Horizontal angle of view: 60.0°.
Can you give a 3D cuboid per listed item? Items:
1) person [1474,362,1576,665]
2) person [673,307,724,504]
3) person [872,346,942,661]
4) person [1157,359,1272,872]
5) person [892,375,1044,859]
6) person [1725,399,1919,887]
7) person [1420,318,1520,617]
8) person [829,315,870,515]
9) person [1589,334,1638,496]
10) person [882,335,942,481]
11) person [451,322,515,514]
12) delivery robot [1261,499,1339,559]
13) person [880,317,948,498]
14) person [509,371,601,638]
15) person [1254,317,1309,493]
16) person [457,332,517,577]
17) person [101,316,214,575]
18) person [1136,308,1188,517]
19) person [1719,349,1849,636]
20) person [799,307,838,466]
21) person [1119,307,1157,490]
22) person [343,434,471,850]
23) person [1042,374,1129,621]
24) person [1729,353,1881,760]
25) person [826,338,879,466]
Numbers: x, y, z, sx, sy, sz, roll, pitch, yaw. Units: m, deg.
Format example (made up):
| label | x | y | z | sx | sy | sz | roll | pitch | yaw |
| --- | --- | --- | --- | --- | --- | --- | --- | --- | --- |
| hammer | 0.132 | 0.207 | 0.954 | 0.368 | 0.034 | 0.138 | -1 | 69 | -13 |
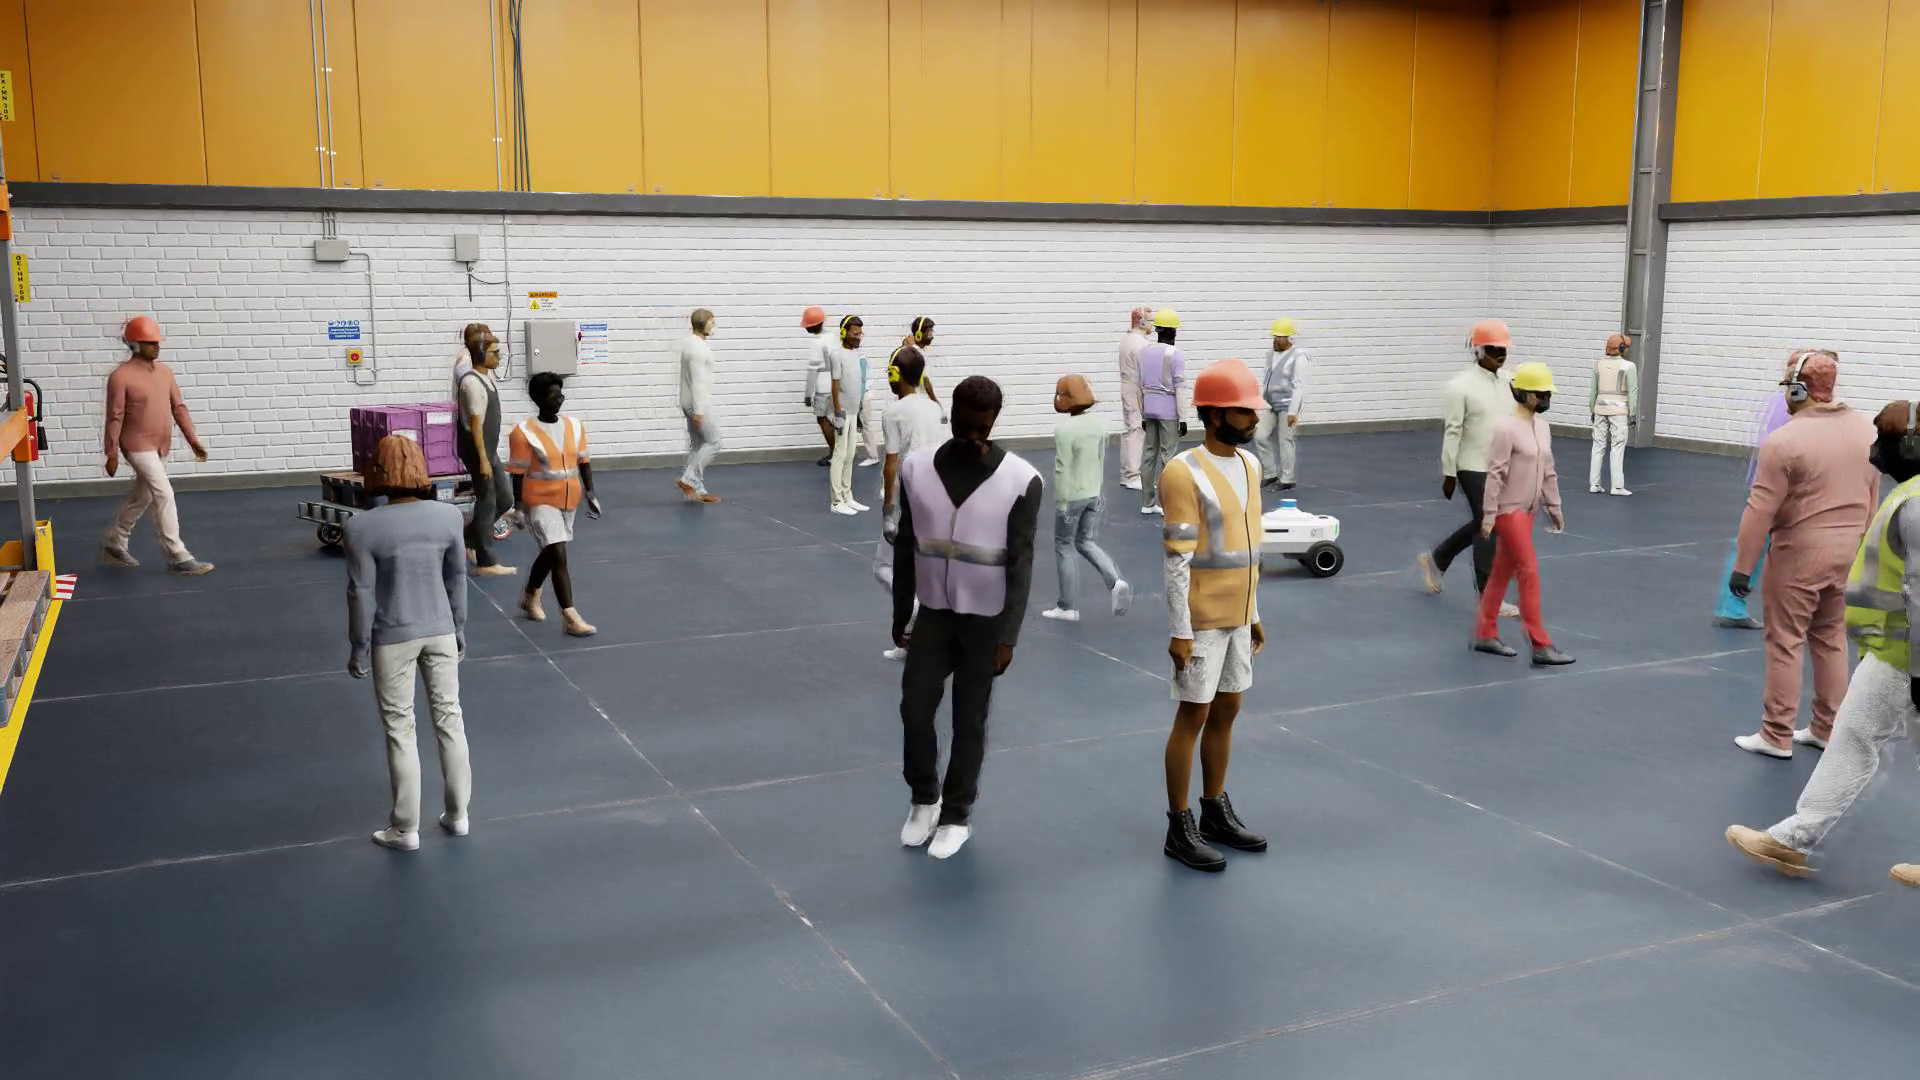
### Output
| label | x | y | z | sx | sy | sz | roll | pitch | yaw |
| --- | --- | --- | --- | --- | --- | --- | --- | --- | --- |
| person | 3.329 | -0.145 | 9.589 | 0.552 | 1.732 | 0.787 | -9 | 13 | -44 |
| person | -2.510 | -1.285 | 16.112 | 0.419 | 1.923 | 0.643 | -3 | 10 | -17 |
| person | -0.269 | -0.182 | 9.542 | 0.474 | 1.845 | 0.515 | 8 | 12 | 40 |
| person | 0.996 | 0.280 | 6.364 | 0.358 | 1.937 | 0.552 | 9 | 12 | 43 |
| person | 0.001 | 0.307 | 6.387 | 0.647 | 1.882 | 0.516 | 3 | 10 | 18 |
| person | 3.360 | 0.388 | 6.116 | 0.915 | 1.799 | 0.652 | 6 | 11 | 34 |
| person | 3.461 | -0.509 | 11.190 | 0.611 | 1.970 | 0.876 | -6 | 11 | -32 |
| person | -1.044 | -1.175 | 15.624 | 0.333 | 1.865 | 0.520 | 4 | 10 | 22 |
| person | 6.625 | -1.265 | 16.883 | 0.312 | 1.636 | 0.520 | -6 | 11 | -33 |
| person | -0.426 | -1.439 | 18.112 | 0.839 | 1.596 | 0.506 | -7 | 11 | -35 |
| person | -4.568 | -1.106 | 15.377 | 0.777 | 1.811 | 0.638 | -3 | 10 | -15 |
| delivery robot | 2.467 | -0.065 | 12.491 | 0.707 | 0.478 | 0.477 | 0 | 9 | 0 |
| person | -0.359 | -1.310 | 16.619 | 1.000 | 1.806 | 0.517 | -2 | 9 | -12 |
| person | -2.604 | -0.248 | 10.521 | 0.892 | 1.653 | 0.534 | 7 | 12 | 38 |
| person | 3.255 | -1.363 | 16.961 | 0.521 | 1.807 | 0.604 | -5 | 10 | -29 |
| person | -3.528 | -0.620 | 12.305 | 0.423 | 1.832 | 0.504 | -1 | 9 | -4 |
| person | -6.162 | -0.711 | 12.530 | 1.039 | 1.951 | 0.604 | 2 | 9 | 10 |
| person | 1.883 | -1.173 | 15.412 | 0.364 | 1.928 | 0.586 | -8 | 12 | -40 |
| person | 5.284 | -0.286 | 10.348 | 0.994 | 1.786 | 0.573 | 2 | 9 | 11 |
| person | -1.585 | -1.770 | 19.290 | 0.427 | 1.870 | 0.643 | 3 | 10 | 18 |
| person | 1.879 | -1.481 | 17.393 | 0.403 | 1.904 | 0.651 | -2 | 9 | -9 |
| person | -2.169 | 0.401 | 6.551 | 0.501 | 1.633 | 0.285 | -9 | 13 | -44 |
| person | 0.803 | -0.262 | 10.706 | 0.528 | 1.617 | 0.514 | 8 | 12 | 41 |
| person | 3.907 | 0.087 | 7.701 | 0.679 | 1.899 | 0.412 | -3 | 10 | -18 |
| person | -1.238 | -1.612 | 19.137 | 0.812 | 1.586 | 0.532 | -8 | 12 | -39 |
